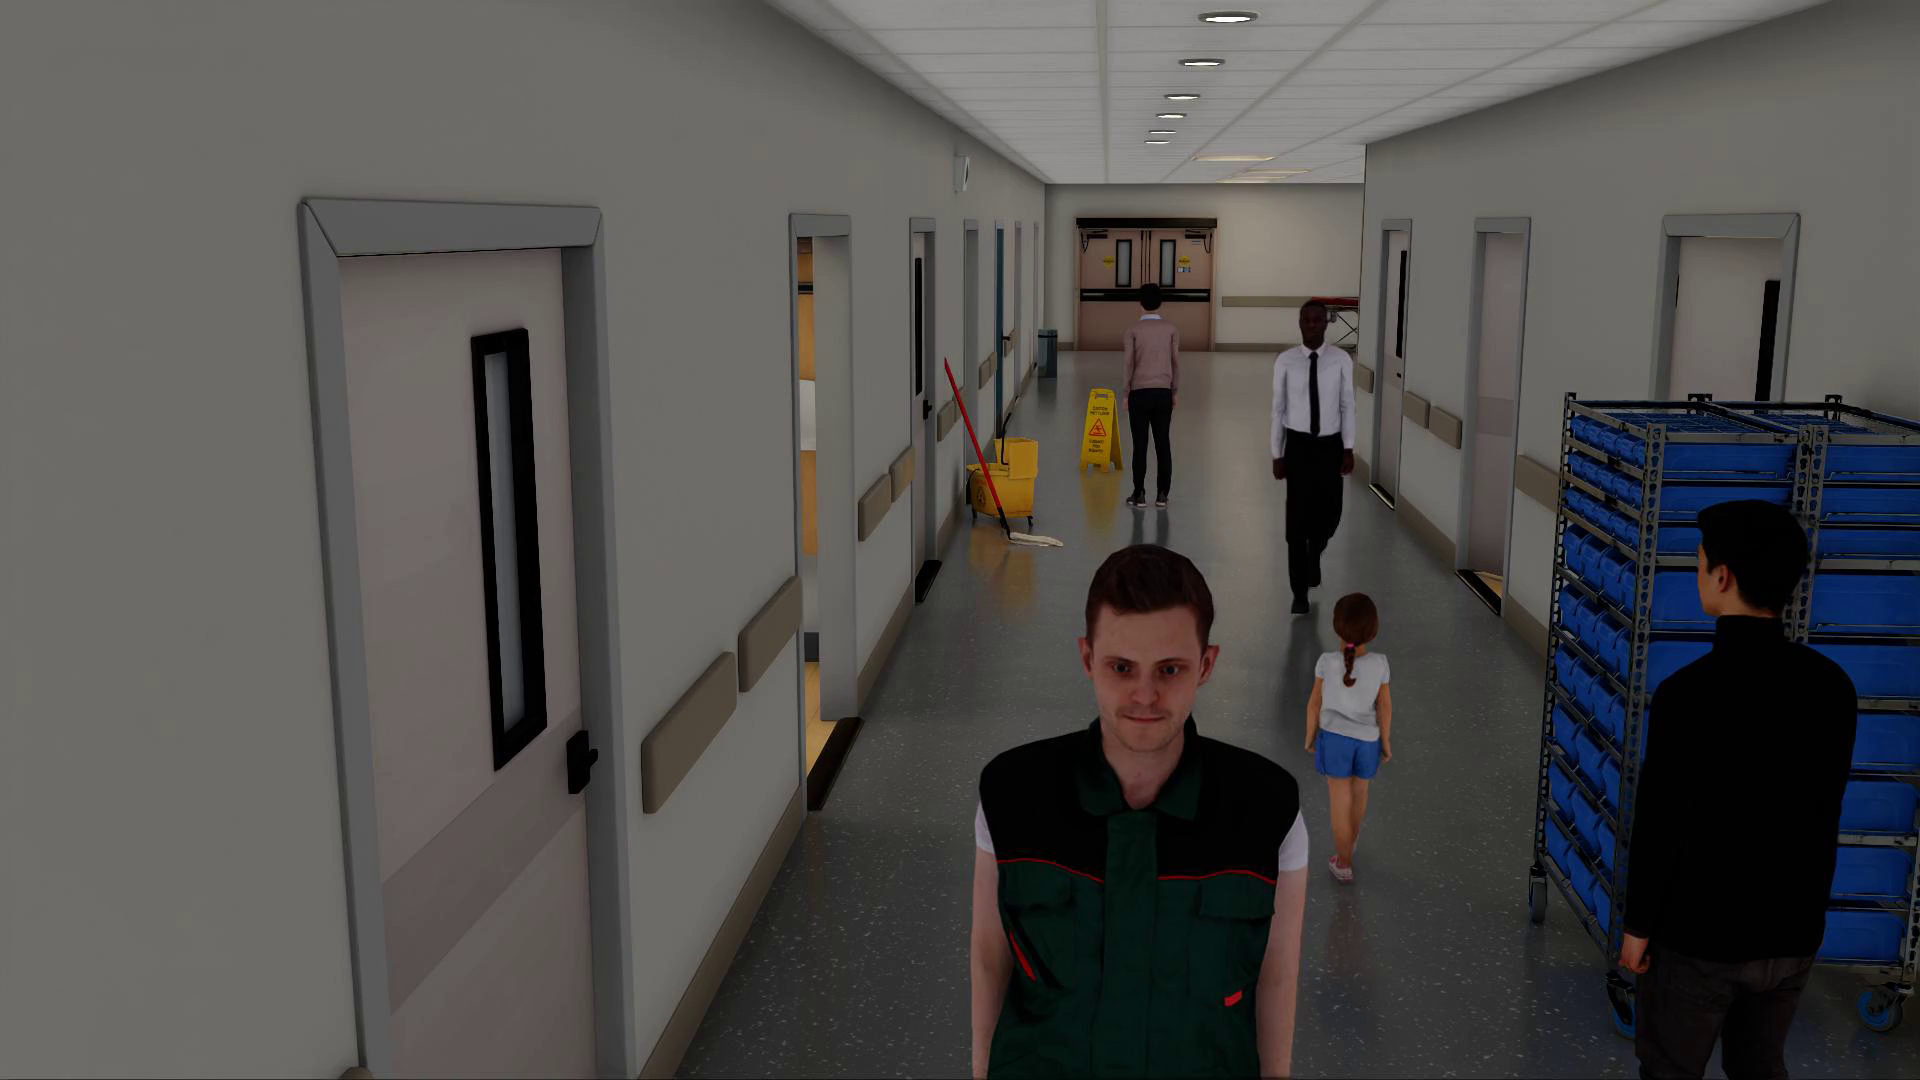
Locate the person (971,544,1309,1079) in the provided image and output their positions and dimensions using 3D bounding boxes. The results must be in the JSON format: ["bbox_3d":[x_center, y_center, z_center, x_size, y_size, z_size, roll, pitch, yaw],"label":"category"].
[{"bbox_3d":[0.239,0.905,2.444,0.639,1.838,0.572,1,11,7],"label":"person"}]

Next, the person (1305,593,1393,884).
[{"bbox_3d":[1.357,0.696,5.776,0.441,1.010,0.608,1,11,3],"label":"person"}]

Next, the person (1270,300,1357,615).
[{"bbox_3d":[2.121,-0.498,9.941,0.672,1.804,1.149,2,11,8],"label":"person"}]

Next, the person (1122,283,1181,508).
[{"bbox_3d":[1.545,-1.181,13.526,0.670,1.809,0.618,-1,11,-7],"label":"person"}]

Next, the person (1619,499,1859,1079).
[{"bbox_3d":[1.623,0.769,3.488,0.716,1.719,0.671,-3,11,-15],"label":"person"}]
